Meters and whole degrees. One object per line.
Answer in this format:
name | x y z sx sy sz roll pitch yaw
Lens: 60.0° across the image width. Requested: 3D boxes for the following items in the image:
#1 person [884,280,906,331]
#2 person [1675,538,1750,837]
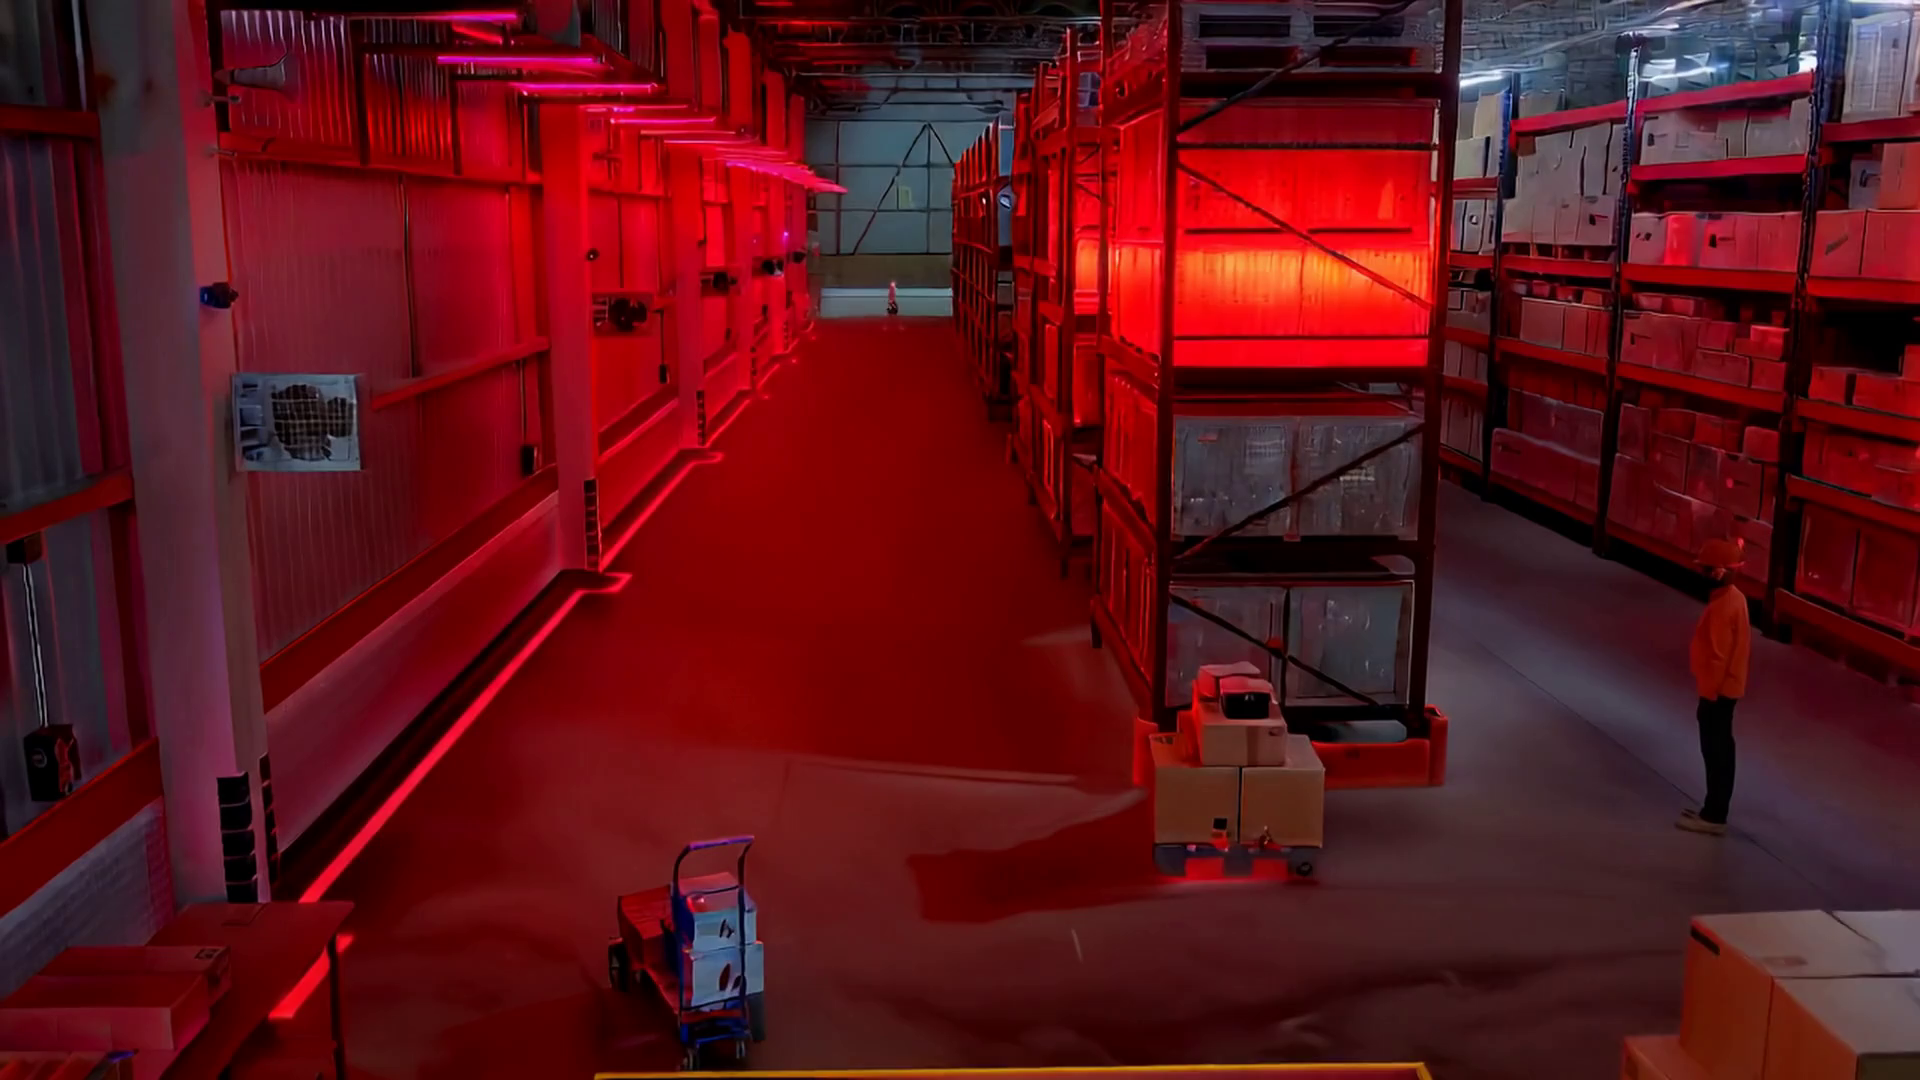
person | -2.422 -8.664 61.470 0.897 1.897 0.557 -5 12 -24
person | 5.025 0.974 11.089 0.395 1.993 0.616 7 13 33
